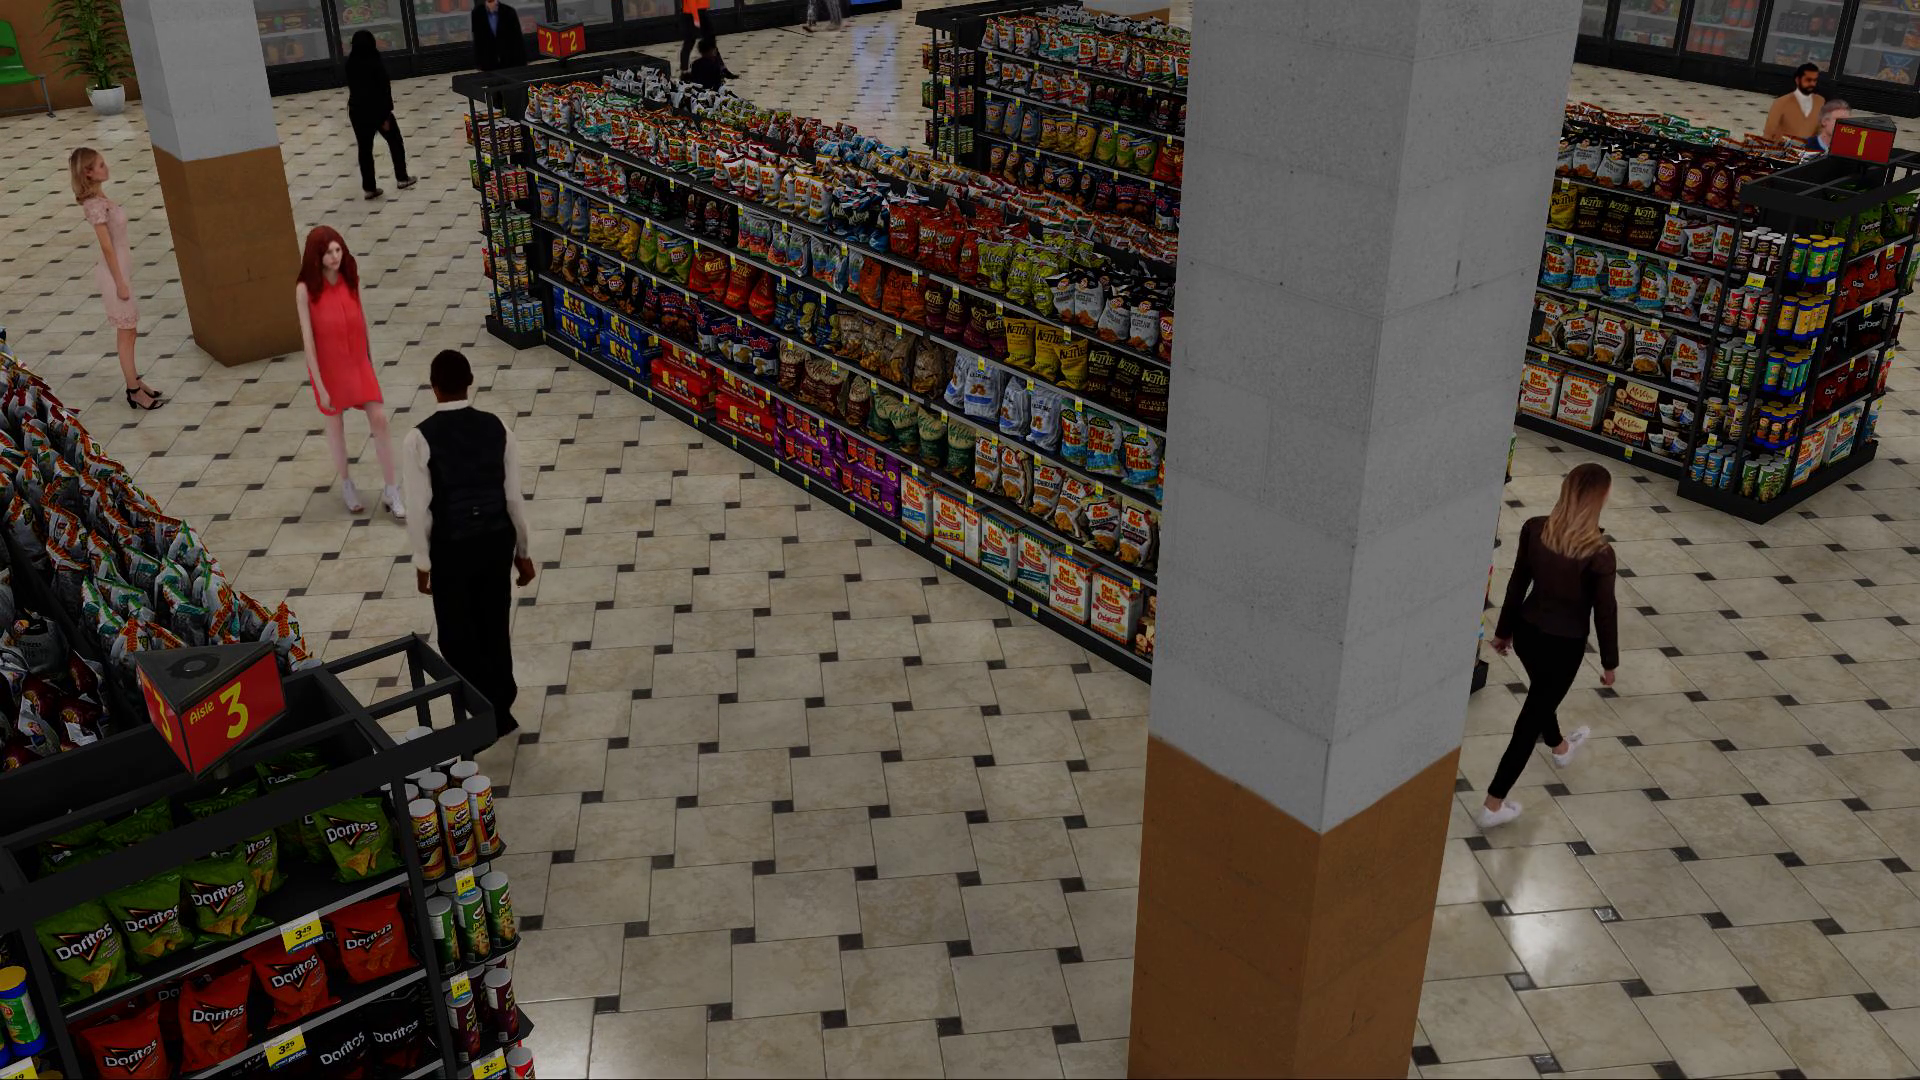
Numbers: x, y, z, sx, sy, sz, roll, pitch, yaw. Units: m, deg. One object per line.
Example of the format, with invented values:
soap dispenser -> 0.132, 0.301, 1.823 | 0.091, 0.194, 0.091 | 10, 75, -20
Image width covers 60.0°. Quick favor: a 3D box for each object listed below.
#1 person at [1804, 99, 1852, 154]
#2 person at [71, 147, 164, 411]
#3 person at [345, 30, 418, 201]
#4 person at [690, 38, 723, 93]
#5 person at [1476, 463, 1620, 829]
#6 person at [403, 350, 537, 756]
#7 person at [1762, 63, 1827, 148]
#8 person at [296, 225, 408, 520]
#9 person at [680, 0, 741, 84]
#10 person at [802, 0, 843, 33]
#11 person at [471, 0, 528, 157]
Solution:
person -> 6.447, -2.432, 12.720 | 1.119, 1.824, 1.276 | -2, 27, -4
person -> -5.826, -1.794, 11.454 | 0.677, 1.830, 0.521 | -12, 29, -22
person -> -5.838, -4.147, 16.373 | 0.955, 1.579, 0.974 | 8, 28, 15
person -> -2.748, -4.771, 17.962 | 0.585, 1.255, 0.682 | 8, 28, 15
person -> 2.461, 0.500, 7.121 | 0.793, 1.660, 1.035 | -17, 31, -30
person -> -2.237, 0.091, 7.666 | 0.768, 1.896, 0.954 | -19, 32, -32
person -> 7.145, -3.275, 14.489 | 0.944, 1.727, 1.095 | -6, 27, -12
person -> -3.727, -0.994, 9.908 | 0.596, 1.803, 0.797 | -21, 34, -36
person -> -3.439, -6.633, 21.120 | 1.110, 1.720, 0.977 | 7, 28, 13
person -> -2.006, -8.371, 24.653 | 0.886, 1.624, 1.063 | -24, 35, -39
person -> -4.970, -5.155, 18.050 | 1.100, 1.860, 1.328 | -5, 27, -10
